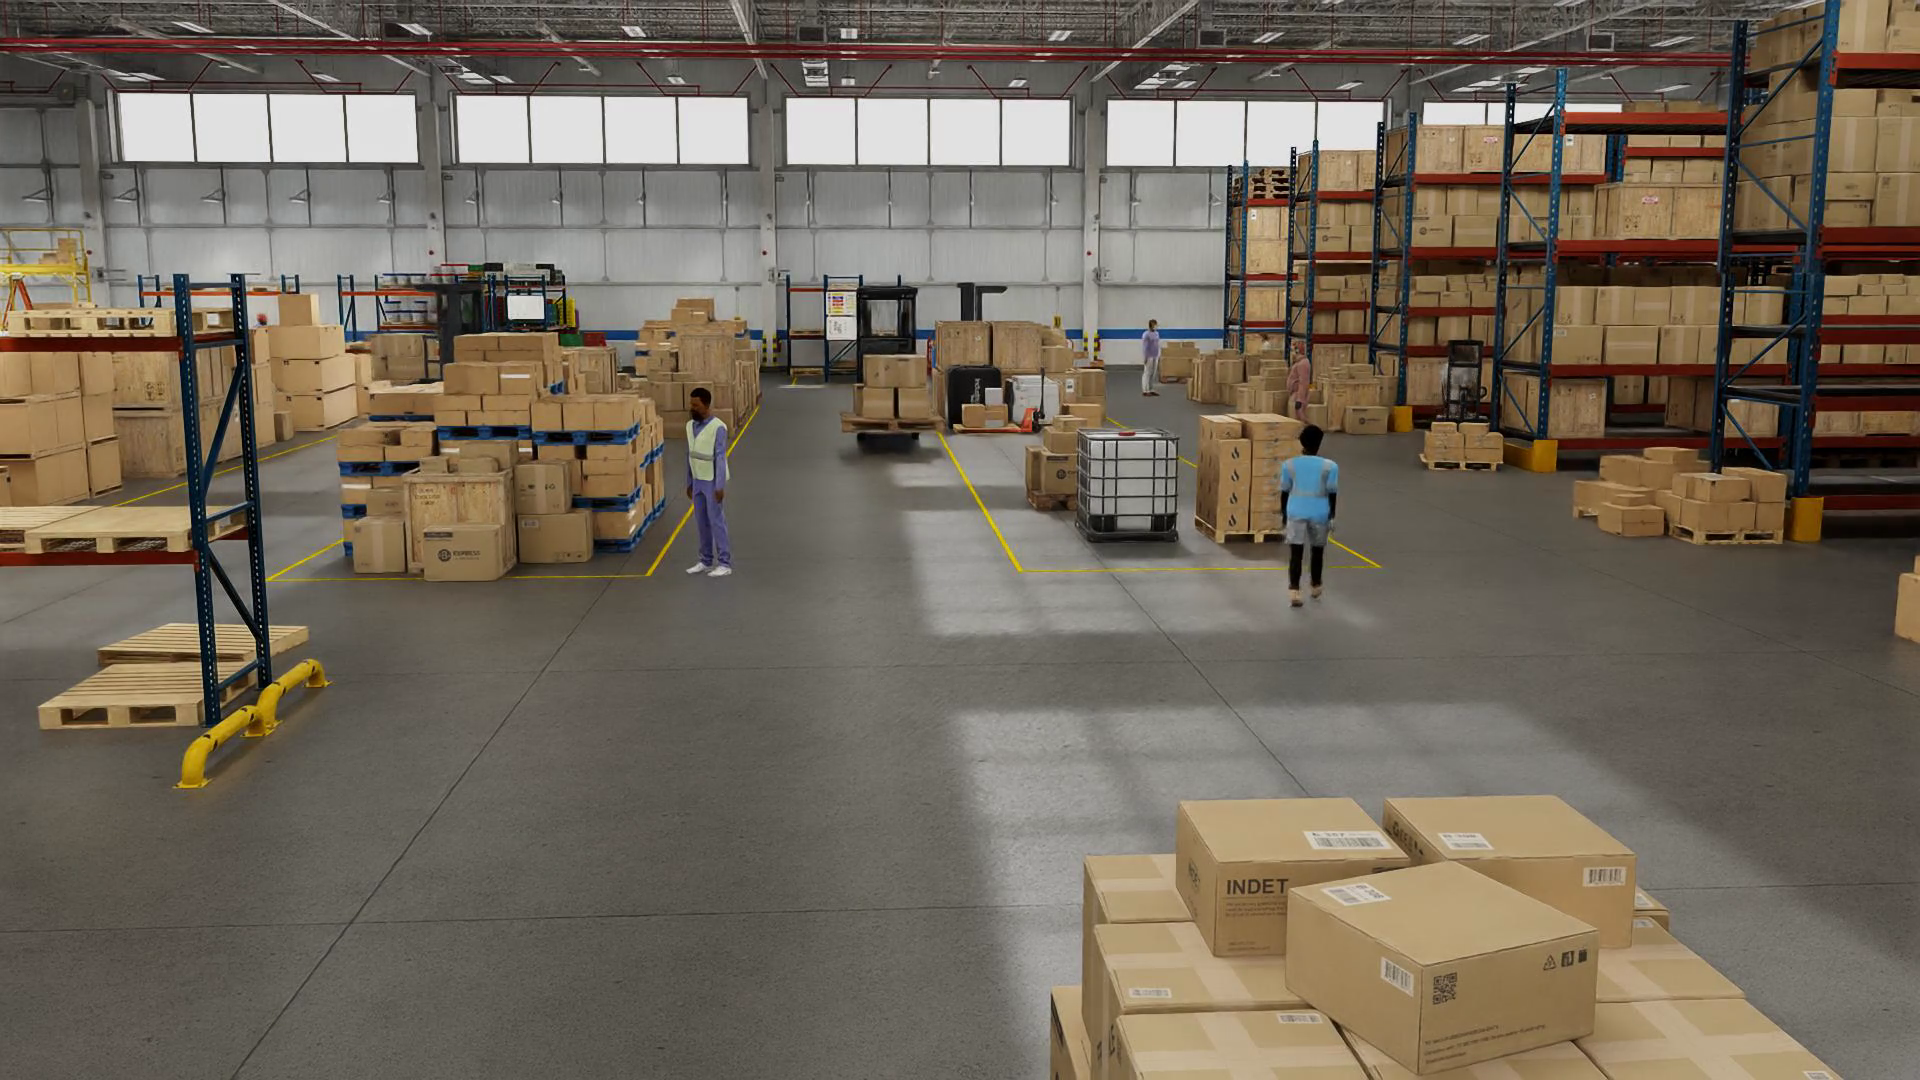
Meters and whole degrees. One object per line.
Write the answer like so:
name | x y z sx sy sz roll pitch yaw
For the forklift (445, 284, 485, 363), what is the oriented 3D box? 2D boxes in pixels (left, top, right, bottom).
forklift | -11.311 -4.495 38.257 1.873 2.768 1.129 5 10 27

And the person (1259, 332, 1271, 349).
person | 7.574 -4.392 41.622 0.865 1.588 0.544 -1 9 -8

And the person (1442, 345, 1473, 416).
person | 8.297 -2.372 27.930 0.894 1.926 0.623 -4 10 -24

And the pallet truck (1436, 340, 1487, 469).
pallet truck | 8.004 -2.170 26.422 0.823 1.965 1.885 2 9 14

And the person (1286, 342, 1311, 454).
person | 5.732 -2.405 28.199 0.404 1.903 0.636 2 9 11

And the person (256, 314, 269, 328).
person | -20.329 -5.621 48.454 0.400 1.890 0.669 -6 11 -33

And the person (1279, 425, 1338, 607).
person | 3.197 -0.225 15.280 0.540 1.653 0.894 3 10 19

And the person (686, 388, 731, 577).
person | -2.536 -0.584 16.761 0.386 1.908 0.584 -9 13 -44

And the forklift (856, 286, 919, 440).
forklift | -1.380 -3.316 30.852 1.129 2.768 1.873 -1 9 -5

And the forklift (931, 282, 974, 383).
forklift | 0.171 -5.571 45.011 1.873 2.768 1.129 -1 9 -4

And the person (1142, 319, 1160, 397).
person | 4.771 -4.546 41.523 0.356 1.938 0.633 8 12 39
